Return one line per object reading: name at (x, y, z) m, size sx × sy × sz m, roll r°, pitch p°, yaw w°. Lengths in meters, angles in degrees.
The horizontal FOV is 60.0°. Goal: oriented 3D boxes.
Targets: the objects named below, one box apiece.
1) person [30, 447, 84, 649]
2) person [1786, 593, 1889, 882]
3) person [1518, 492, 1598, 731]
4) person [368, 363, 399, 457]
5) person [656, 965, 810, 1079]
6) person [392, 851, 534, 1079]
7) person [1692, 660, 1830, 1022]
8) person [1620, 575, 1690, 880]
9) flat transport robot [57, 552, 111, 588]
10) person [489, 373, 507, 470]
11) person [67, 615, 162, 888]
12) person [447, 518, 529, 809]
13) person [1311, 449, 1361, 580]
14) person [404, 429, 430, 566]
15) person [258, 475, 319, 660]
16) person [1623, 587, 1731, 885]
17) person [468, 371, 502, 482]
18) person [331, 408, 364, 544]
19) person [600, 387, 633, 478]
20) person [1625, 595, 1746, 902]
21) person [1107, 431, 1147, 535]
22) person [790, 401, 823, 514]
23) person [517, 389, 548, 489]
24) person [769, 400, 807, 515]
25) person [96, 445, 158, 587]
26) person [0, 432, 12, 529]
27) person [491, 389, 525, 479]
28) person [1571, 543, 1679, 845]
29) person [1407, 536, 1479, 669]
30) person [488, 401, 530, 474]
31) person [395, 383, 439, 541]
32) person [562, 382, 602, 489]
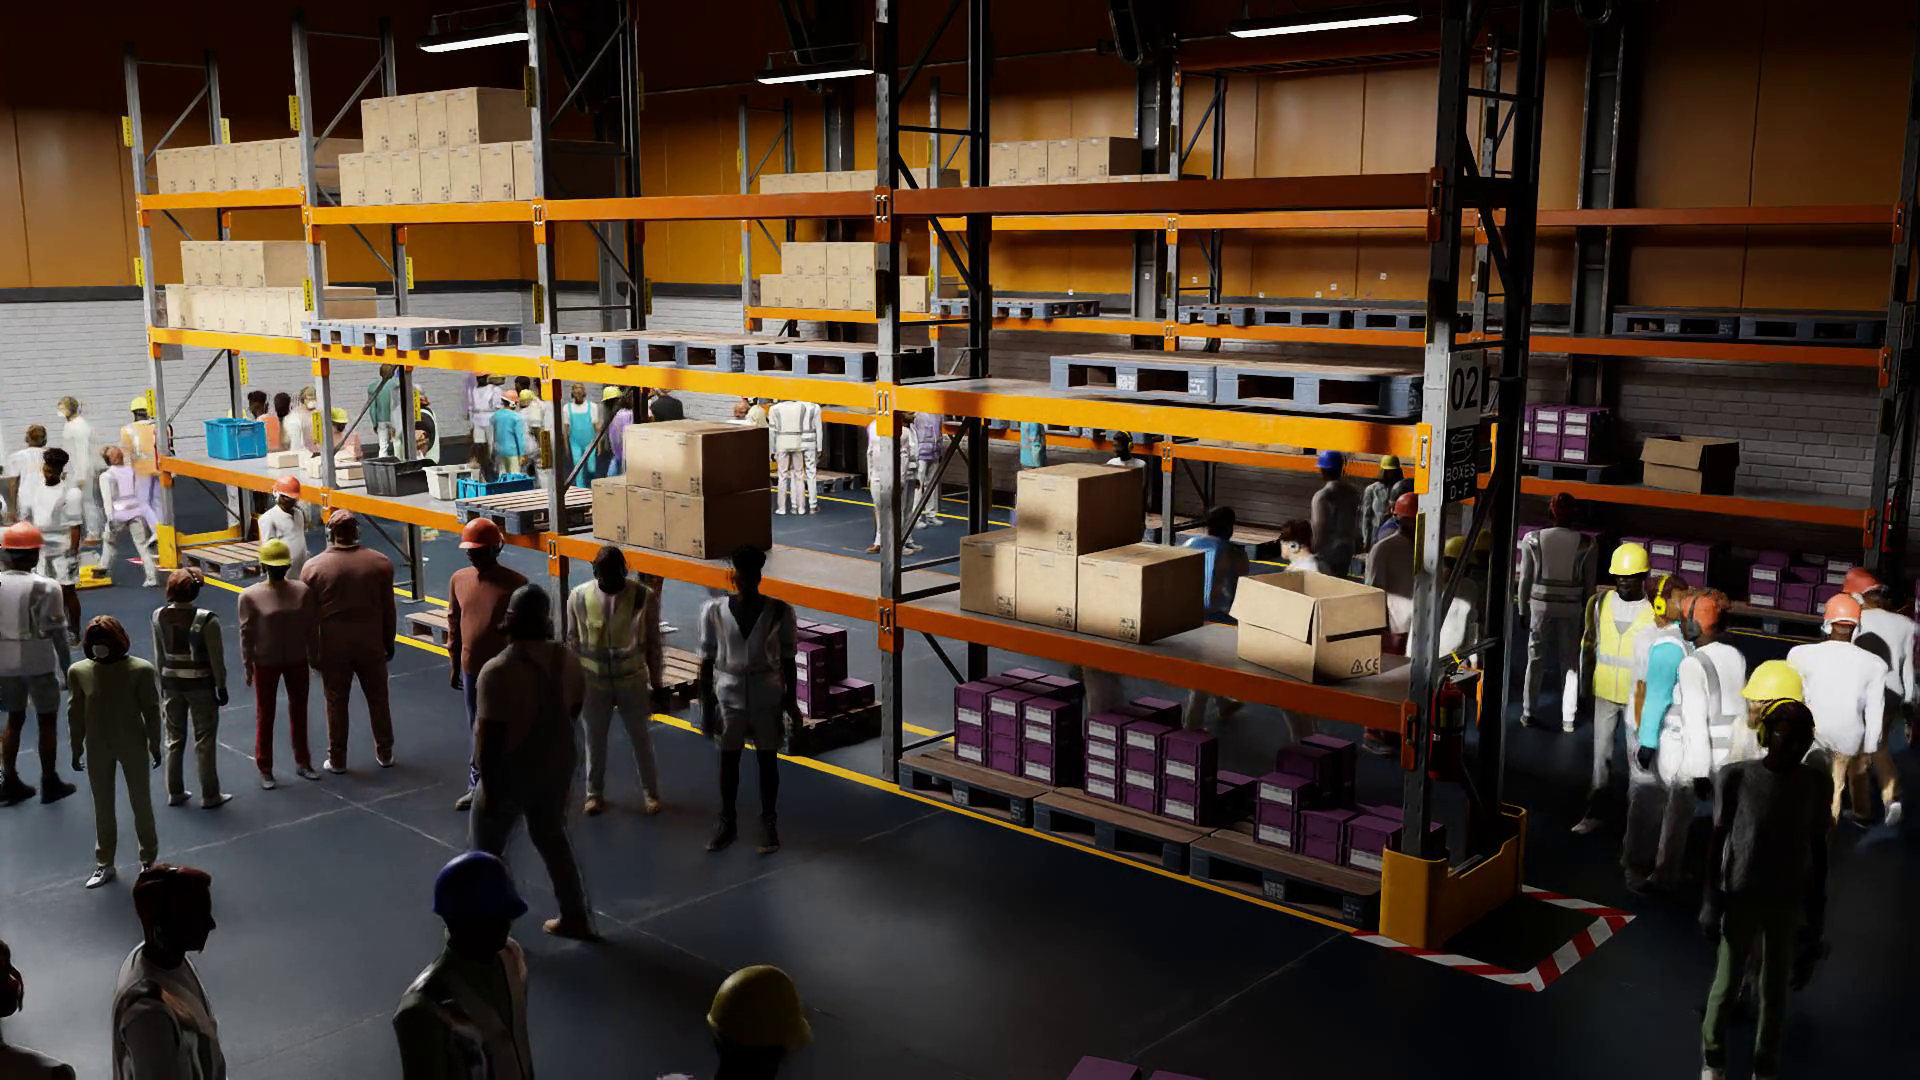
person at (-8.504, 0.077, 15.599) m, size 0.763 × 1.934 × 0.370 m, roll 5°, pitch 11°, yaw 26°
person at (5.217, 1.172, 9.986) m, size 0.568 × 1.724 × 0.844 m, roll 2°, pitch 10°, yaw 13°
person at (4.662, 0.559, 13.016) m, size 0.573 × 1.877 × 0.354 m, roll 4°, pitch 11°, yaw 22°
person at (-9.073, -1.859, 26.491) m, size 0.630 × 1.940 × 0.372 m, roll 0°, pitch 10°, yaw -1°
person at (-0.624, 2.073, 4.505) m, size 0.550 × 1.862 × 0.920 m, roll 2°, pitch 10°, yaw 8°
person at (-1.503, 1.902, 5.199) m, size 0.405 × 1.947 × 0.607 m, roll 2°, pitch 10°, yaw 12°
person at (3.962, 1.456, 8.099) m, size 0.669 × 1.816 × 0.601 m, roll -1°, pitch 10°, yaw -8°
person at (4.155, 1.129, 9.863) m, size 0.447 × 1.872 × 0.556 m, roll 8°, pitch 13°, yaw 38°
flat transport robot at (-10.067, 0.329, 18.831) m, size 0.652 × 0.197 × 1.431 m, roll -7°, pitch 12°, yaw -33°
person at (-7.751, -2.028, 27.995) m, size 0.322 × 1.743 × 0.489 m, roll -4°, pitch 11°, yaw -22°
person at (-4.985, 1.240, 9.828) m, size 0.509 × 1.632 × 0.265 m, roll -2°, pitch 10°, yaw -10°
person at (-3.139, 0.834, 11.106) m, size 0.625 × 1.992 × 0.388 m, roll 2°, pitch 10°, yaw 14°
person at (3.474, 0.109, 15.373) m, size 0.625 × 1.929 × 0.698 m, roll -7°, pitch 12°, yaw -36°
person at (-6.452, -0.501, 19.707) m, size 0.323 × 1.627 × 0.530 m, roll -2°, pitch 10°, yaw -8°
person at (-6.019, 0.279, 14.951) m, size 0.337 × 1.742 × 0.561 m, roll 2°, pitch 10°, yaw 13°
person at (4.232, 1.158, 9.787) m, size 0.439 × 1.822 × 0.669 m, roll 9°, pitch 14°, yaw 43°
person at (-7.596, -1.884, 26.693) m, size 0.548 × 1.918 × 0.661 m, roll 1°, pitch 10°, yaw 5°
person at (-7.934, -0.839, 21.297) m, size 0.745 × 1.736 × 0.558 m, roll 8°, pitch 13°, yaw 38°
person at (-4.586, -1.119, 22.485) m, size 0.629 × 1.887 × 0.719 m, roll -7°, pitch 12°, yaw -34°
person at (4.289, 1.232, 9.390) m, size 0.595 × 1.830 × 0.836 m, roll -6°, pitch 12°, yaw -32°
person at (1.740, -0.235, 17.560) m, size 0.525 × 1.856 × 0.344 m, roll 8°, pitch 13°, yaw 37°
person at (-2.221, -1.301, 23.492) m, size 0.576 × 1.883 × 0.354 m, roll 0°, pitch 10°, yaw 1°
person at (-6.212, -1.313, 24.057) m, size 0.557 × 1.707 × 0.531 m, roll 9°, pitch 13°, yaw 40°
person at (-2.391, -1.304, 23.412) m, size 0.589 × 1.918 × 0.390 m, roll -2°, pitch 10°, yaw -11°
person at (-9.273, -0.251, 18.396) m, size 0.821 × 1.593 × 0.523 m, roll 4°, pitch 11°, yaw 21°
person at (-12.879, -1.007, 21.919) m, size 0.775 × 1.859 × 0.578 m, roll 8°, pitch 13°, yaw 38°
person at (-6.421, -1.281, 23.785) m, size 0.574 × 1.740 × 0.348 m, roll 6°, pitch 12°, yaw 31°
person at (4.204, 0.968, 10.539) m, size 0.590 × 1.927 × 0.367 m, roll 8°, pitch 13°, yaw 40°
person at (3.416, 0.836, 11.780) m, size 0.611 × 1.759 × 0.379 m, roll -4°, pitch 11°, yaw -23°
person at (-6.474, -1.280, 23.932) m, size 0.584 × 1.700 × 0.758 m, roll 0°, pitch 10°, yaw 0°
person at (-6.976, -1.008, 21.390) m, size 0.536 × 2.000 × 0.688 m, roll -1°, pitch 10°, yaw -8°
person at (-5.486, -1.390, 24.130) m, size 0.548 × 1.831 × 0.456 m, roll -2°, pitch 10°, yaw -11°
